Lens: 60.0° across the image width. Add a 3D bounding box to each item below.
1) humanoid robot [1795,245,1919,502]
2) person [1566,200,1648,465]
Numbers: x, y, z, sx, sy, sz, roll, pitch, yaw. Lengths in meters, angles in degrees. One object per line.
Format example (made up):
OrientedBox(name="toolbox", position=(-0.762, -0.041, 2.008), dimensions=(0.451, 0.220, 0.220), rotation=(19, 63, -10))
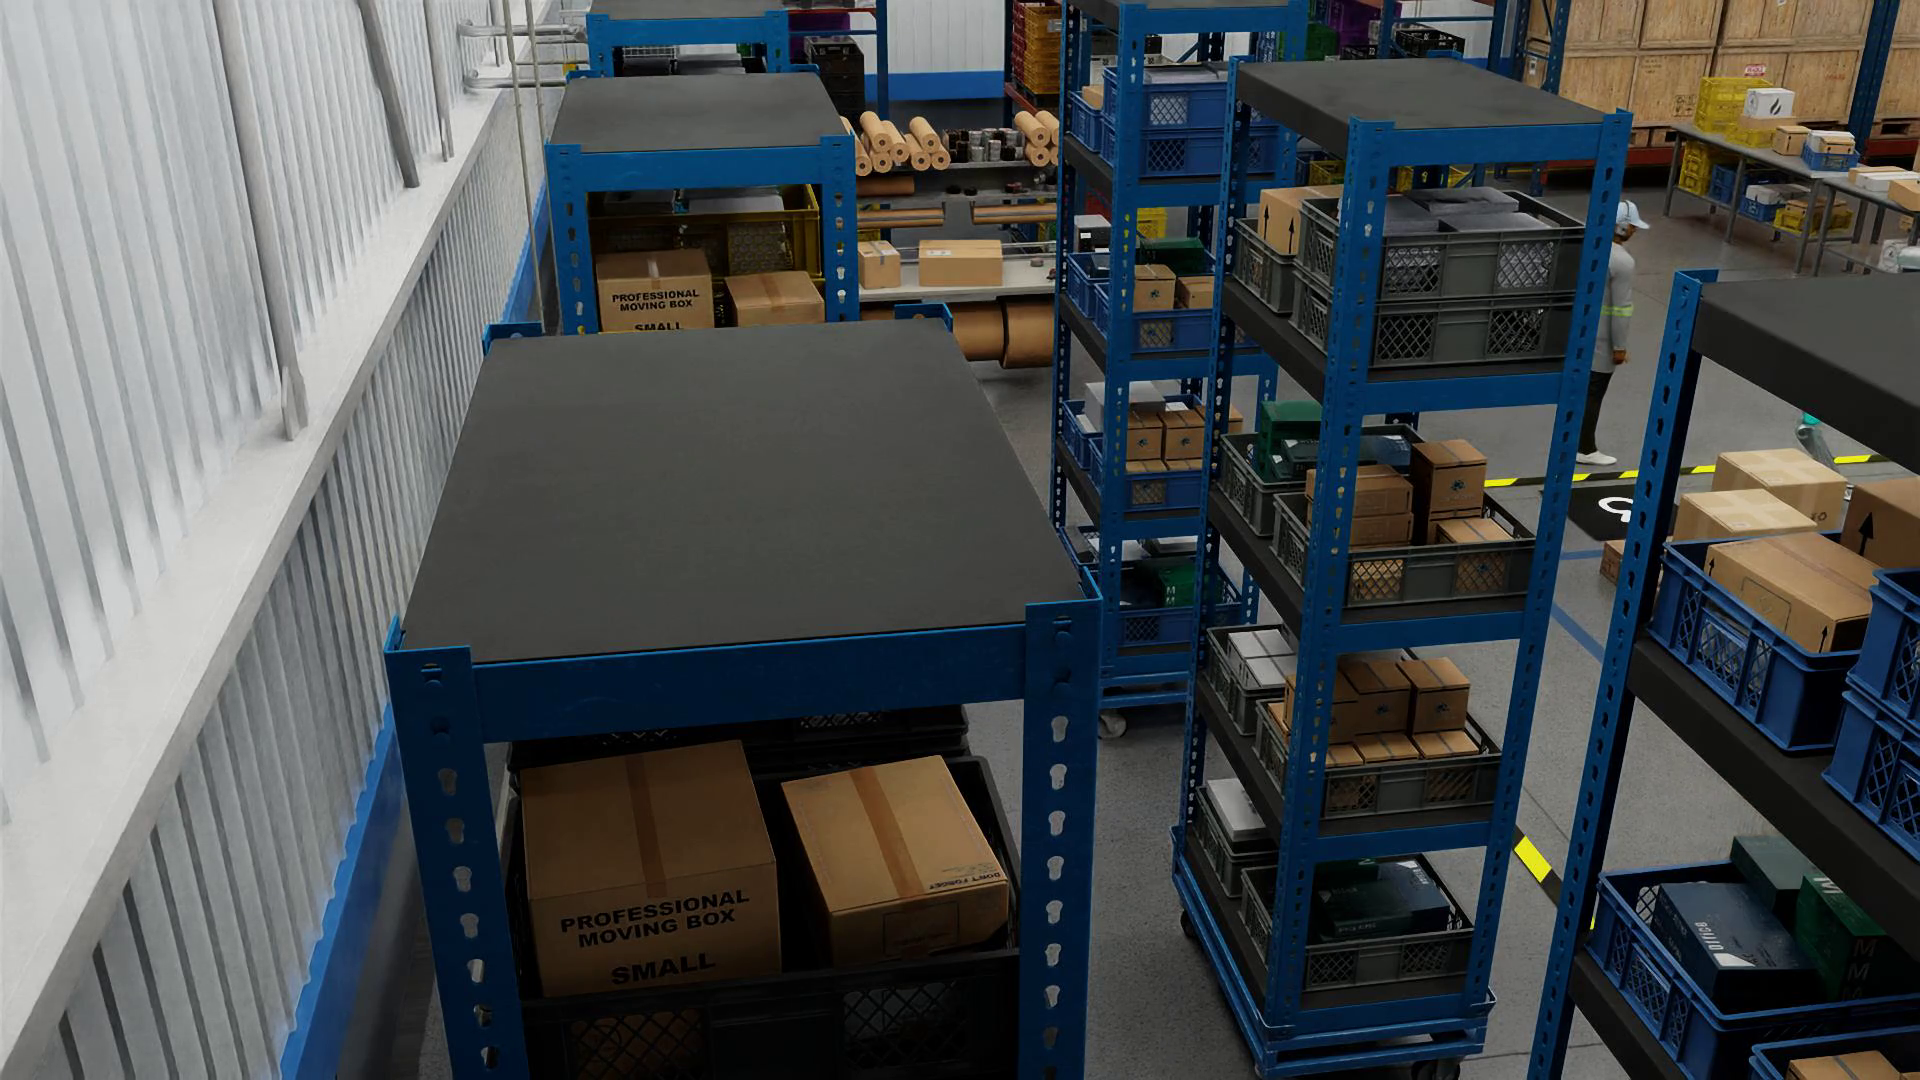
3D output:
OrientedBox(name="humanoid robot", position=(5.775, -1.103, 10.777), dimensions=(0.735, 1.677, 0.533), rotation=(14, 28, 27))
OrientedBox(name="person", position=(4.454, -1.434, 11.527), dimensions=(0.395, 1.848, 0.587), rotation=(-5, 25, -11))
